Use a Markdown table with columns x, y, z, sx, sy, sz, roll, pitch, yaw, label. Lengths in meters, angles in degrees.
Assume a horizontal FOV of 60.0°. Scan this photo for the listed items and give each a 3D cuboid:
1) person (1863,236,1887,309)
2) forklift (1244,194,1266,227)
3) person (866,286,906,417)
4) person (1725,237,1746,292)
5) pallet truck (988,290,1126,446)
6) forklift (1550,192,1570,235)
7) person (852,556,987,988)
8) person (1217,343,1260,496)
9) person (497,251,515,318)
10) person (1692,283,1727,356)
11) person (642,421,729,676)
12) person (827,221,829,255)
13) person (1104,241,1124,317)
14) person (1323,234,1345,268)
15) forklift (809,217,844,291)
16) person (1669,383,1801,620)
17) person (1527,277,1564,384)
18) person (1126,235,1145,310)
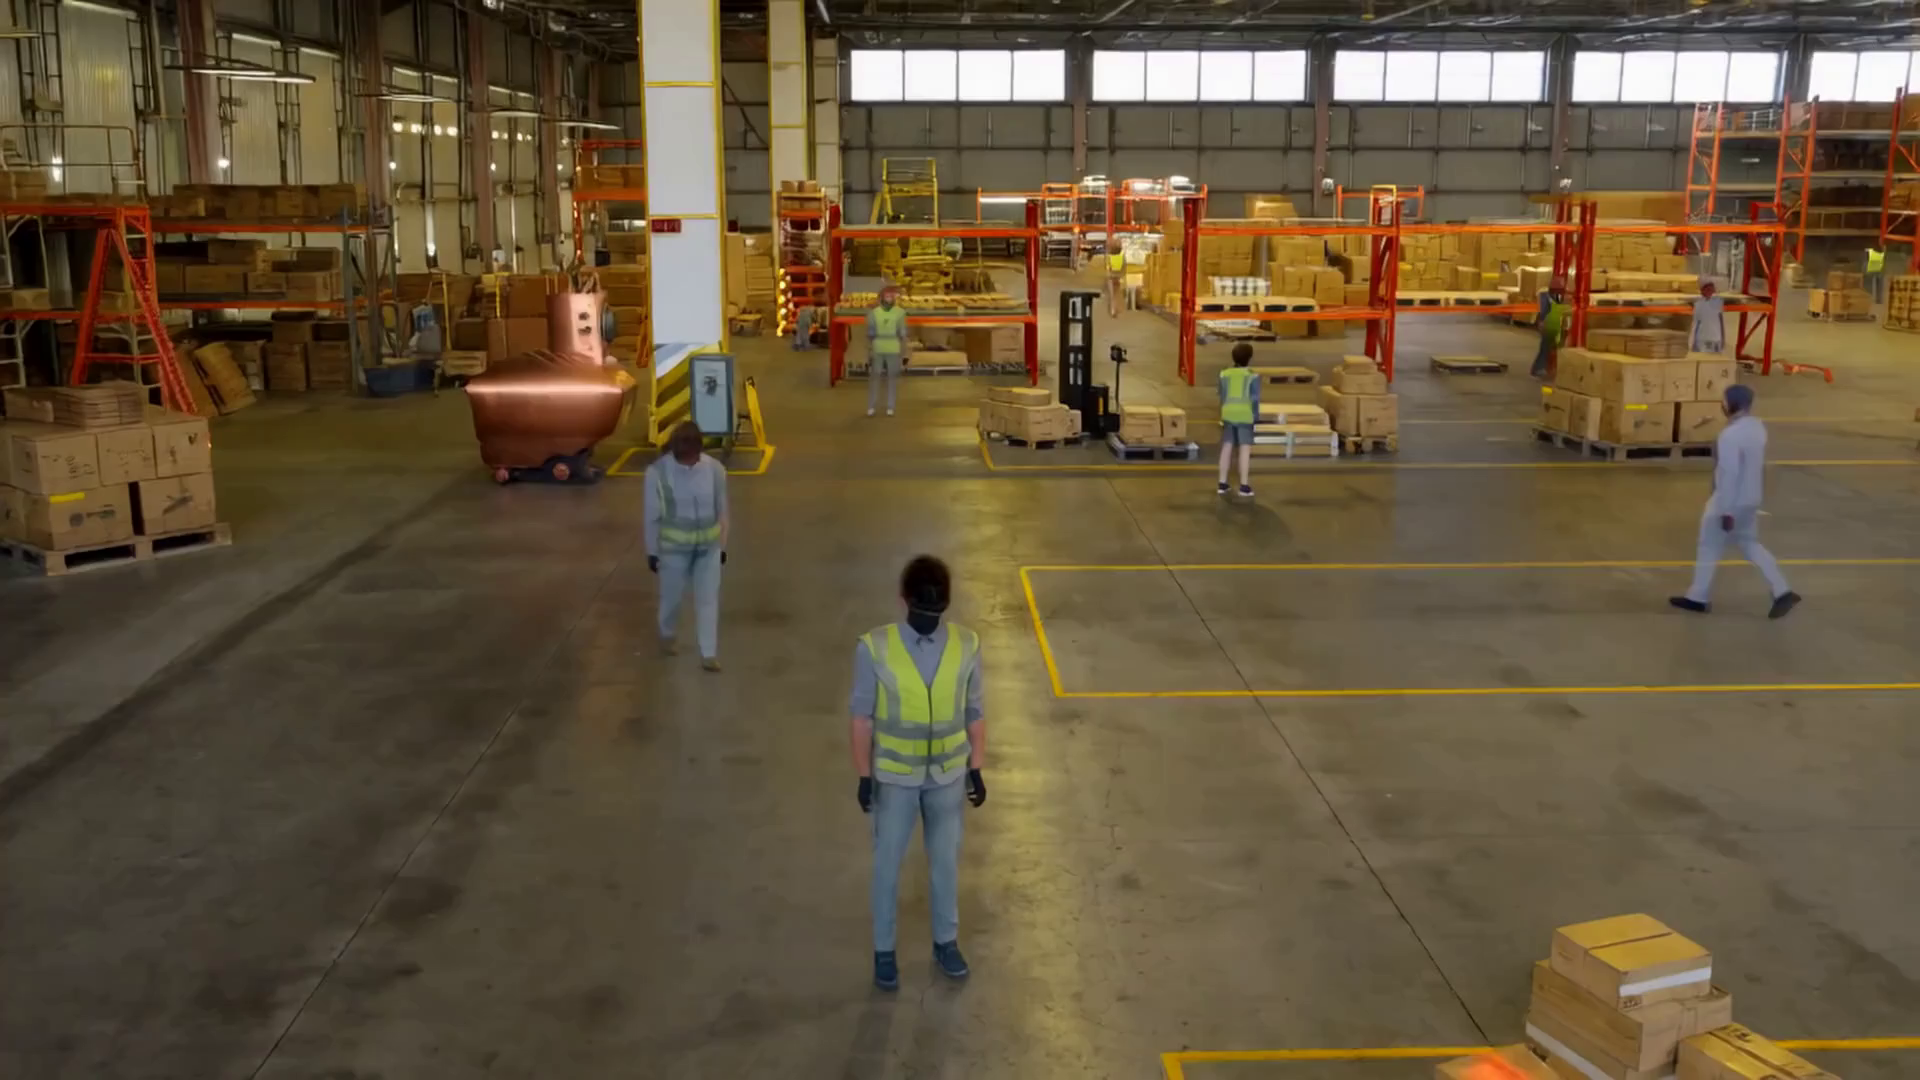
| x | y | z | sx | sy | sz | roll | pitch | yaw | label |
| --- | --- | --- | --- | --- | --- | --- | --- | --- | --- |
| 24.019 | -7.014 | 43.640 | 0.612 | 1.897 | 0.634 | -2 | 13 | -9 | person |
| 9.686 | -9.998 | 54.863 | 1.873 | 2.768 | 1.129 | 10 | 16 | 37 | forklift |
| -1.091 | -2.762 | 24.400 | 0.596 | 1.912 | 0.483 | 1 | 13 | 3 | person |
| 23.263 | -8.255 | 49.813 | 0.315 | 1.641 | 0.515 | -9 | 15 | -34 | person |
| 1.257 | -2.299 | 22.111 | 1.885 | 1.965 | 0.823 | -9 | 15 | -35 | pallet truck |
| 21.606 | -11.158 | 60.099 | 1.873 | 2.768 | 1.129 | 0 | 12 | -2 | forklift |
| -0.170 | 1.008 | 7.314 | 0.602 | 1.938 | 0.402 | -3 | 13 | -15 | person |
| 3.099 | -1.343 | 18.501 | 0.534 | 1.692 | 0.321 | 11 | 17 | 41 | person |
| -11.176 | -6.259 | 40.829 | 0.312 | 1.633 | 0.519 | -10 | 16 | -38 | person |
| 11.852 | -3.135 | 26.265 | 0.564 | 1.830 | 0.780 | -1 | 13 | -3 | person |
| -1.984 | 0.026 | 12.038 | 0.634 | 1.820 | 0.799 | -6 | 14 | -24 | person |
| -4.468 | -10.124 | 57.603 | 0.628 | 1.927 | 0.465 | -10 | 16 | -39 | person |
| 3.797 | -6.414 | 40.981 | 0.588 | 1.865 | 0.431 | -7 | 14 | -28 | person |
| 11.801 | -8.973 | 52.498 | 0.654 | 1.881 | 1.041 | 1 | 13 | 5 | person |
| -4.375 | -8.619 | 48.637 | 1.873 | 2.768 | 1.129 | 0 | 12 | -2 | forklift |
| 6.284 | -0.303 | 13.326 | 0.638 | 1.910 | 0.916 | -10 | 16 | -38 | person |
| 9.972 | -3.567 | 28.309 | 0.526 | 1.810 | 0.691 | -10 | 16 | -39 | person |
| 4.570 | -6.941 | 43.217 | 0.548 | 1.932 | 0.380 | -5 | 13 | -20 | person |
